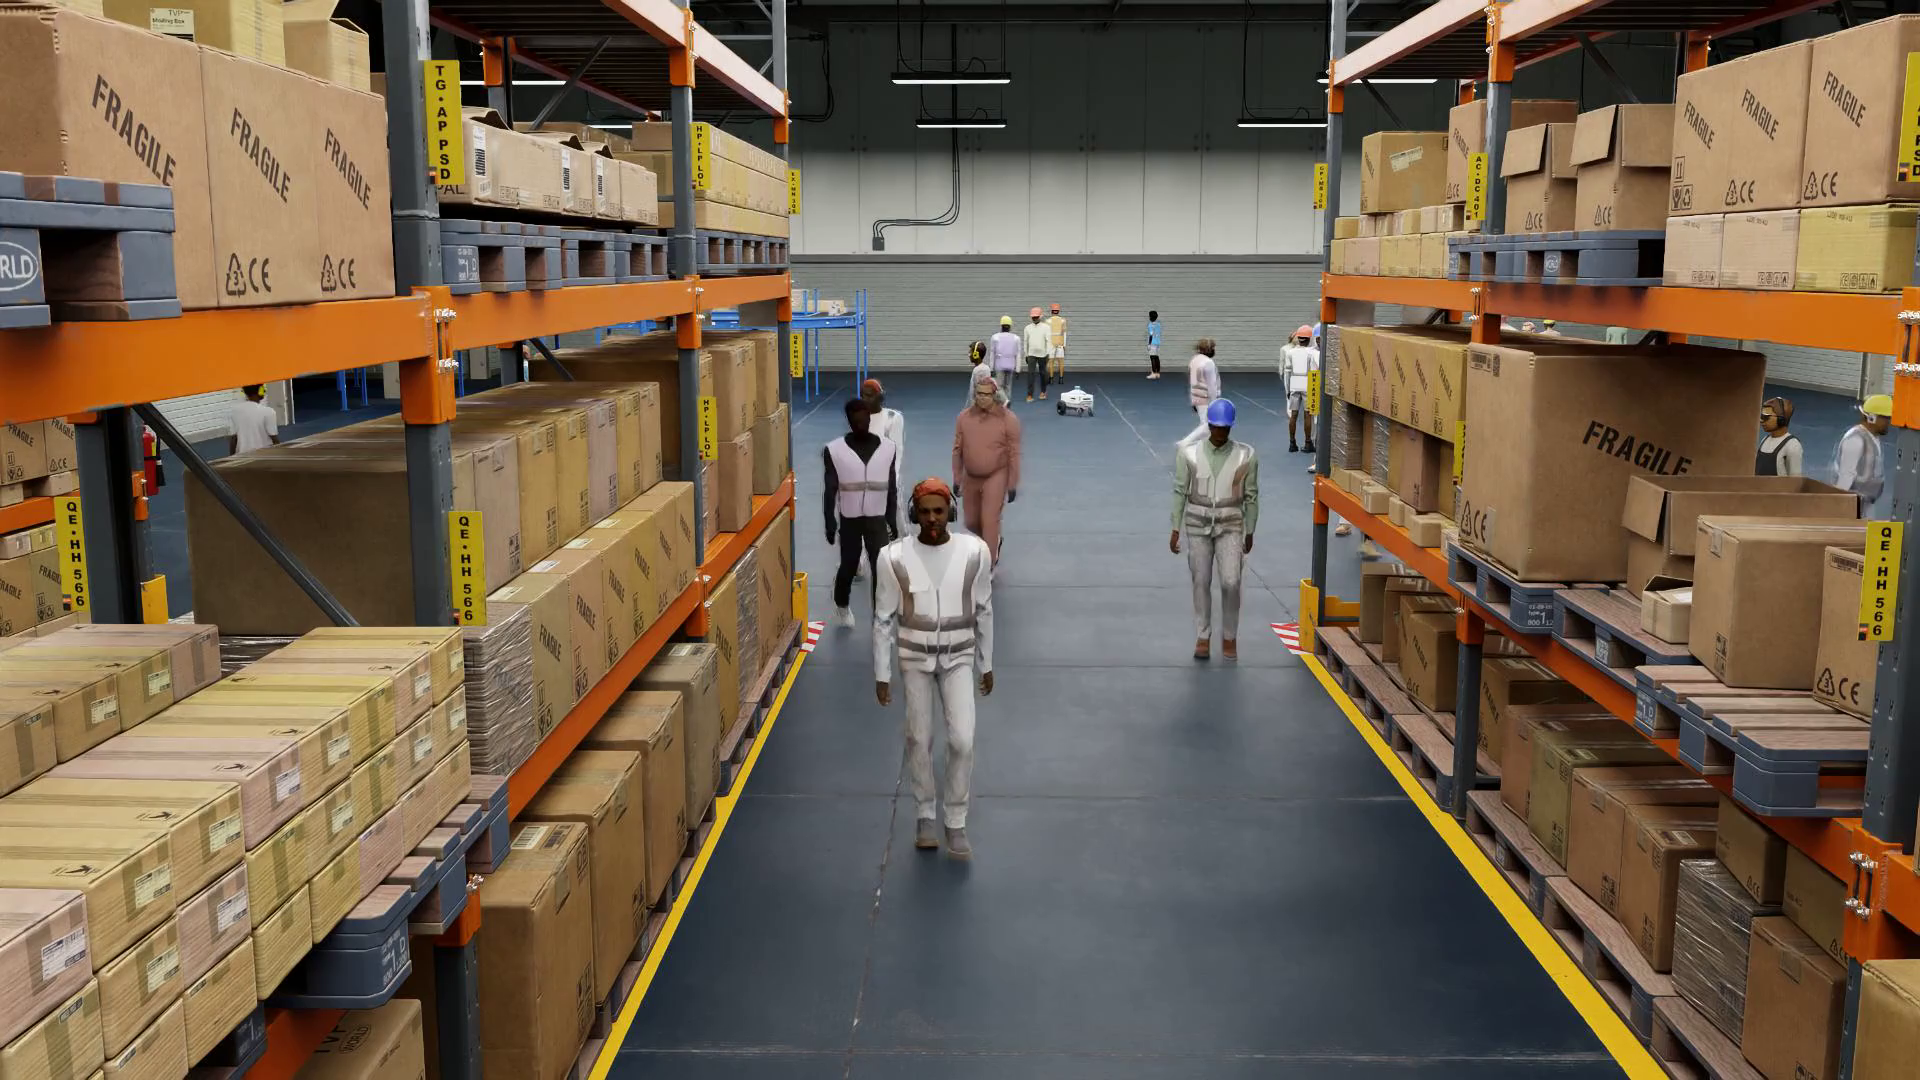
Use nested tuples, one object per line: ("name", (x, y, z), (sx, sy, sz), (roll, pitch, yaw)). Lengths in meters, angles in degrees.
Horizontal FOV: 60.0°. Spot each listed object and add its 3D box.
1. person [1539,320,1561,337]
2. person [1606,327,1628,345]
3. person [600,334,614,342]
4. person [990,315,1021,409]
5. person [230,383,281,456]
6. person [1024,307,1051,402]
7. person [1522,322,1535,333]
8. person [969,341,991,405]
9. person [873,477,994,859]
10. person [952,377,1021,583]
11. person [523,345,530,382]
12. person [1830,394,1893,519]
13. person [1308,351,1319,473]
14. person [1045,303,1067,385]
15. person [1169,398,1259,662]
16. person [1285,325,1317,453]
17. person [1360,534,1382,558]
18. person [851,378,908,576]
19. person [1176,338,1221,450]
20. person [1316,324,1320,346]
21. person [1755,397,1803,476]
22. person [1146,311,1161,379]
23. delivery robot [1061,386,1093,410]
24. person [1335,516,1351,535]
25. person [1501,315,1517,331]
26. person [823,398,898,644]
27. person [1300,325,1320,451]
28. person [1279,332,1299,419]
("person", (12.510, -3.879, 35.393), (0.533, 1.772, 0.299), (-2, 10, -14))
("person", (15.742, -4.568, 39.916), (0.500, 1.636, 0.280), (1, 10, 8))
("person", (-4.959, -1.957, 23.503), (0.639, 1.907, 0.932), (0, 9, -1))
("person", (0.863, -3.258, 31.234), (0.589, 1.913, 0.641), (-3, 10, -16))
("person", (-6.729, -0.694, 16.092), (0.499, 1.836, 0.881), (3, 10, 19))
("person", (1.645, -3.931, 35.174), (0.616, 1.967, 0.903), (2, 10, 14))
("person", (9.684, -2.768, 28.398), (0.411, 1.895, 0.658), (-4, 10, -25))
("person", (0.250, -1.665, 21.832), (0.330, 1.872, 0.512), (3, 10, 16))
("person", (-0.122, 0.630, 8.101), (0.604, 1.859, 0.676), (-1, 10, -5))
("person", (0.259, -0.566, 15.235), (0.649, 1.883, 0.722), (5, 11, 27))
("person", (-6.720, -2.194, 25.673), (0.309, 1.645, 0.514), (-4, 10, -21))
("person", (7.628, -0.379, 14.346), (0.619, 1.798, 0.714), (-9, 13, -43))
("person", (5.095, -1.940, 22.947), (0.607, 2.048, 0.370), (5, 11, 28))
("person", (2.271, -4.690, 39.746), (0.543, 1.939, 0.359), (-2, 10, -11))
("person", (1.840, -0.067, 12.108), (0.634, 1.925, 0.628), (2, 10, 12))
("person", (5.272, -2.326, 25.580), (0.543, 1.939, 0.362), (6, 11, 33))
("person", (4.282, -0.605, 16.133), (0.550, 1.647, 0.882), (-7, 12, -35))
("person", (-0.760, -0.602, 15.613), (0.577, 1.837, 1.014), (4, 10, 20))
("person", (3.479, -1.999, 23.975), (0.698, 1.822, 0.636), (-2, 10, -10))
("person", (7.787, -3.893, 35.078), (0.630, 1.893, 0.973), (-5, 11, -27))
("person", (6.427, -0.208, 13.173), (0.331, 1.844, 0.520), (-1, 9, -3))
("person", (4.849, -4.889, 41.651), (0.318, 1.698, 0.539), (6, 11, 31))
("delivery robot", (2.233, -2.686, 31.725), (0.477, 0.478, 0.707), (-5, 11, -28))
("person", (4.291, -0.957, 17.694), (0.619, 1.837, 0.430), (5, 11, 26))
("person", (11.152, -3.761, 34.329), (0.650, 1.889, 0.614), (2, 10, 12))
("person", (-0.780, -0.173, 12.972), (0.604, 1.856, 0.925), (-3, 10, -19))
("person", (5.527, -2.324, 25.544), (0.615, 1.947, 0.388), (7, 12, 35))
("person", (6.242, -3.086, 31.175), (0.531, 1.624, 0.716), (-2, 10, -11))
